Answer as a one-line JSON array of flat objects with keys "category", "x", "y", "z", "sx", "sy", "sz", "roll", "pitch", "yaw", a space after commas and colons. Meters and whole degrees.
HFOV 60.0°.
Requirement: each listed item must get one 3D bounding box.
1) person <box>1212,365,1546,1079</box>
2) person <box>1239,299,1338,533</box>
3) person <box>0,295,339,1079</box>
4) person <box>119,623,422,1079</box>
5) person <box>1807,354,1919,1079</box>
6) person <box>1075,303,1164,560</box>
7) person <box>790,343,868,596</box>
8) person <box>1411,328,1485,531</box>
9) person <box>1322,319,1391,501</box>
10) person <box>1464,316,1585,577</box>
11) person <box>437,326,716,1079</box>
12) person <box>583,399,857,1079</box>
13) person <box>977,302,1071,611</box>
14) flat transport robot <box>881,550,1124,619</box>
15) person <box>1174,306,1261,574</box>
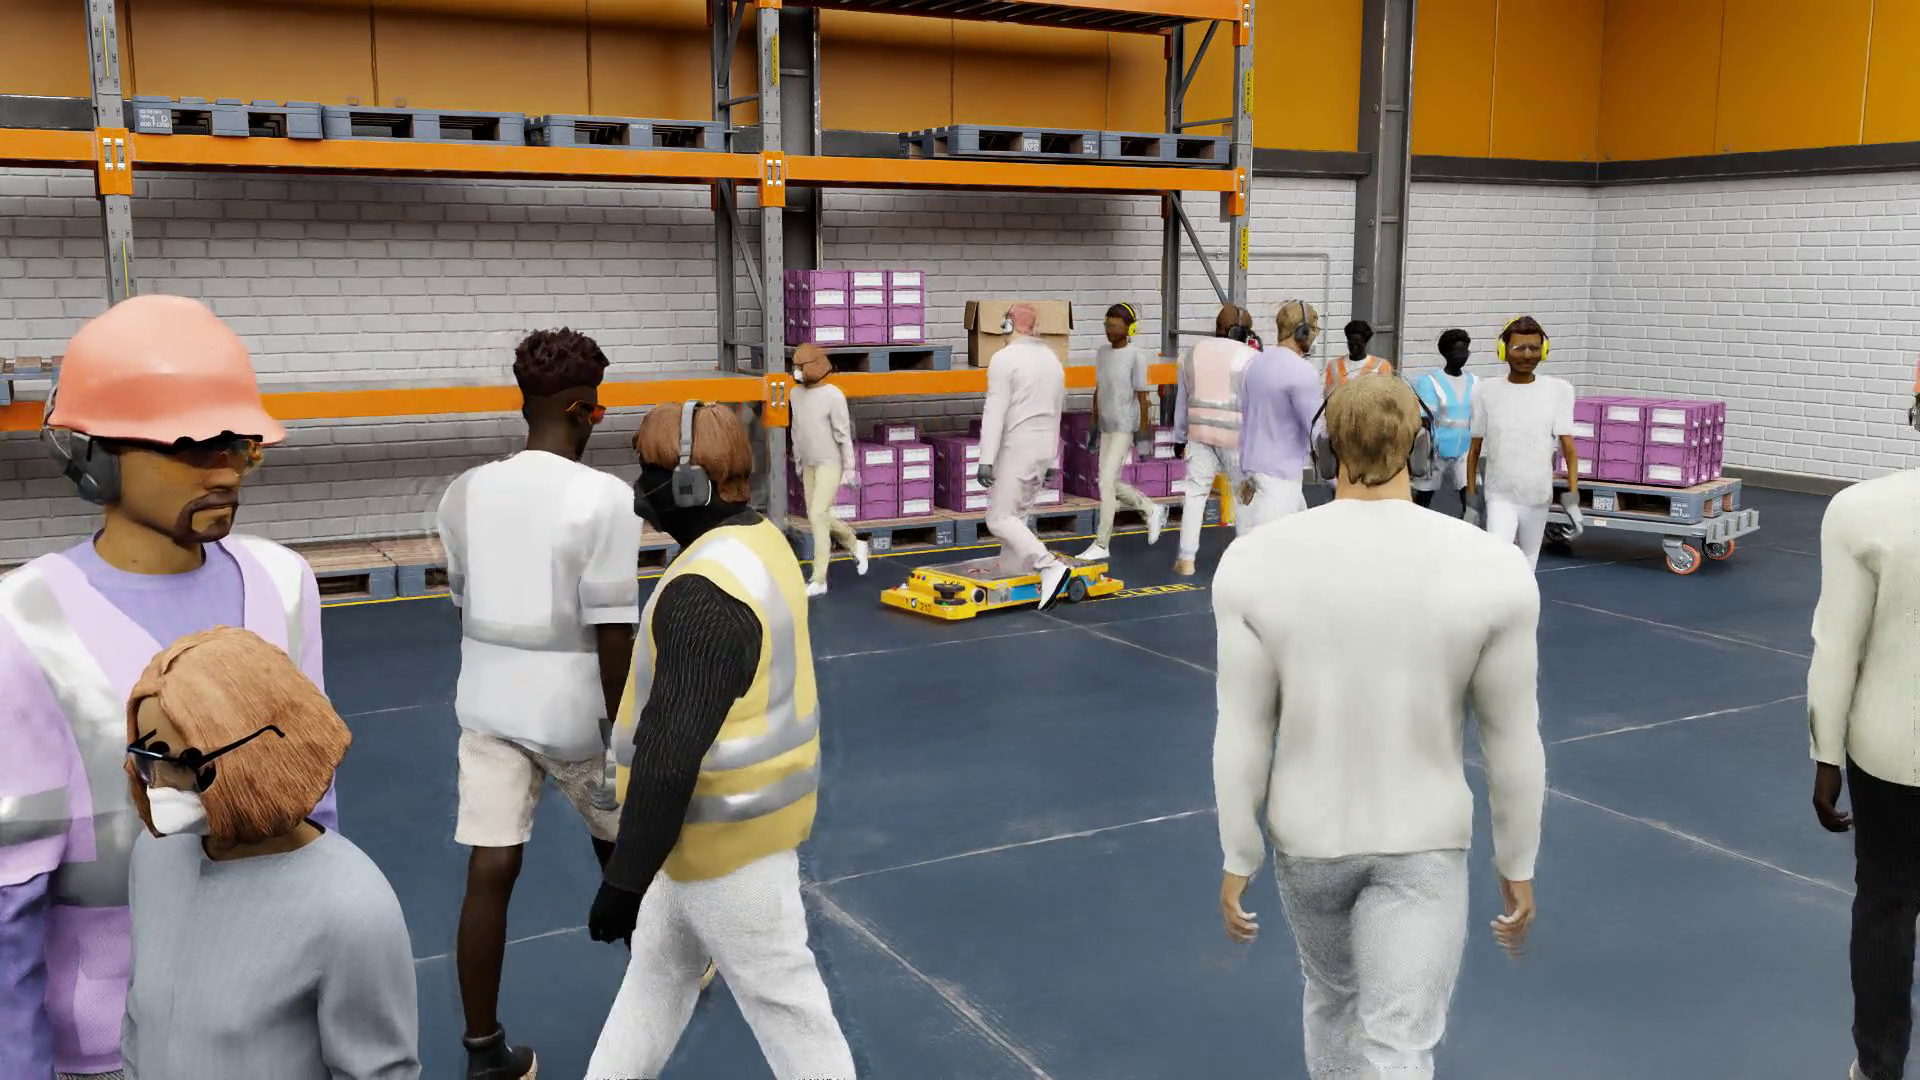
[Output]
[{"category": "person", "x": 0.800, "y": 0.606, "z": 3.270, "sx": 0.644, "sy": 1.896, "sz": 1.020, "roll": 3, "pitch": 10, "yaw": 18}, {"category": "person", "x": 1.843, "y": -0.336, "z": 8.975, "sx": 0.990, "sy": 1.886, "sz": 0.629, "roll": -2, "pitch": 9, "yaw": -11}, {"category": "person", "x": -1.114, "y": 0.668, "z": 2.436, "sx": 0.411, "sy": 2.034, "sz": 0.609, "roll": 4, "pitch": 10, "yaw": 24}, {"category": "person", "x": -0.905, "y": 0.910, "z": 2.169, "sx": 0.497, "sy": 1.633, "sz": 0.289, "roll": 5, "pitch": 11, "yaw": 28}, {"category": "person", "x": 2.253, "y": 0.481, "z": 3.768, "sx": 0.624, "sy": 1.974, "sz": 0.831, "roll": 4, "pitch": 10, "yaw": 25}, {"category": "person", "x": 1.169, "y": -0.773, "z": 11.840, "sx": 0.761, "sy": 1.832, "sz": 0.547, "roll": -6, "pitch": 11, "yaw": -31}, {"category": "person", "x": -0.825, "y": -0.465, "z": 10.632, "sx": 0.660, "sy": 1.603, "sz": 0.532, "roll": -9, "pitch": 13, "yaw": -42}, {"category": "person", "x": 3.352, "y": -0.595, "z": 11.275, "sx": 0.547, "sy": 1.651, "sz": 0.890, "roll": -3, "pitch": 10, "yaw": -18}, {"category": "person", "x": 3.078, "y": -0.871, "z": 12.892, "sx": 0.597, "sy": 1.670, "sz": 0.457, "roll": 6, "pitch": 11, "yaw": 33}, {"category": "person", "x": 2.758, "y": -0.164, "z": 8.133, "sx": 0.537, "sy": 1.831, "sz": 0.942, "roll": 2, "pitch": 9, "yaw": 10}, {"category": "person", "x": -1.019, "y": 0.419, "z": 4.296, "sx": 0.644, "sy": 1.908, "sz": 0.982, "roll": 4, "pitch": 10, "yaw": 21}, {"category": "person", "x": -0.593, "y": 0.608, "z": 3.498, "sx": 0.947, "sy": 1.791, "sz": 0.645, "roll": 0, "pitch": 9, "yaw": -1}, {"category": "person", "x": 0.414, "y": -0.484, "z": 9.956, "sx": 0.658, "sy": 1.868, "sz": 0.726, "roll": 8, "pitch": 12, "yaw": 39}, {"category": "flat transport robot", "x": 0.277, "y": 0.258, "z": 10.283, "sx": 1.431, "sy": 0.197, "sz": 0.652, "roll": -8, "pitch": 12, "yaw": -39}, {"category": "person", "x": 1.792, "y": -0.680, "z": 11.339, "sx": 0.705, "sy": 1.802, "sz": 0.745, "roll": 7, "pitch": 11, "yaw": 35}]
